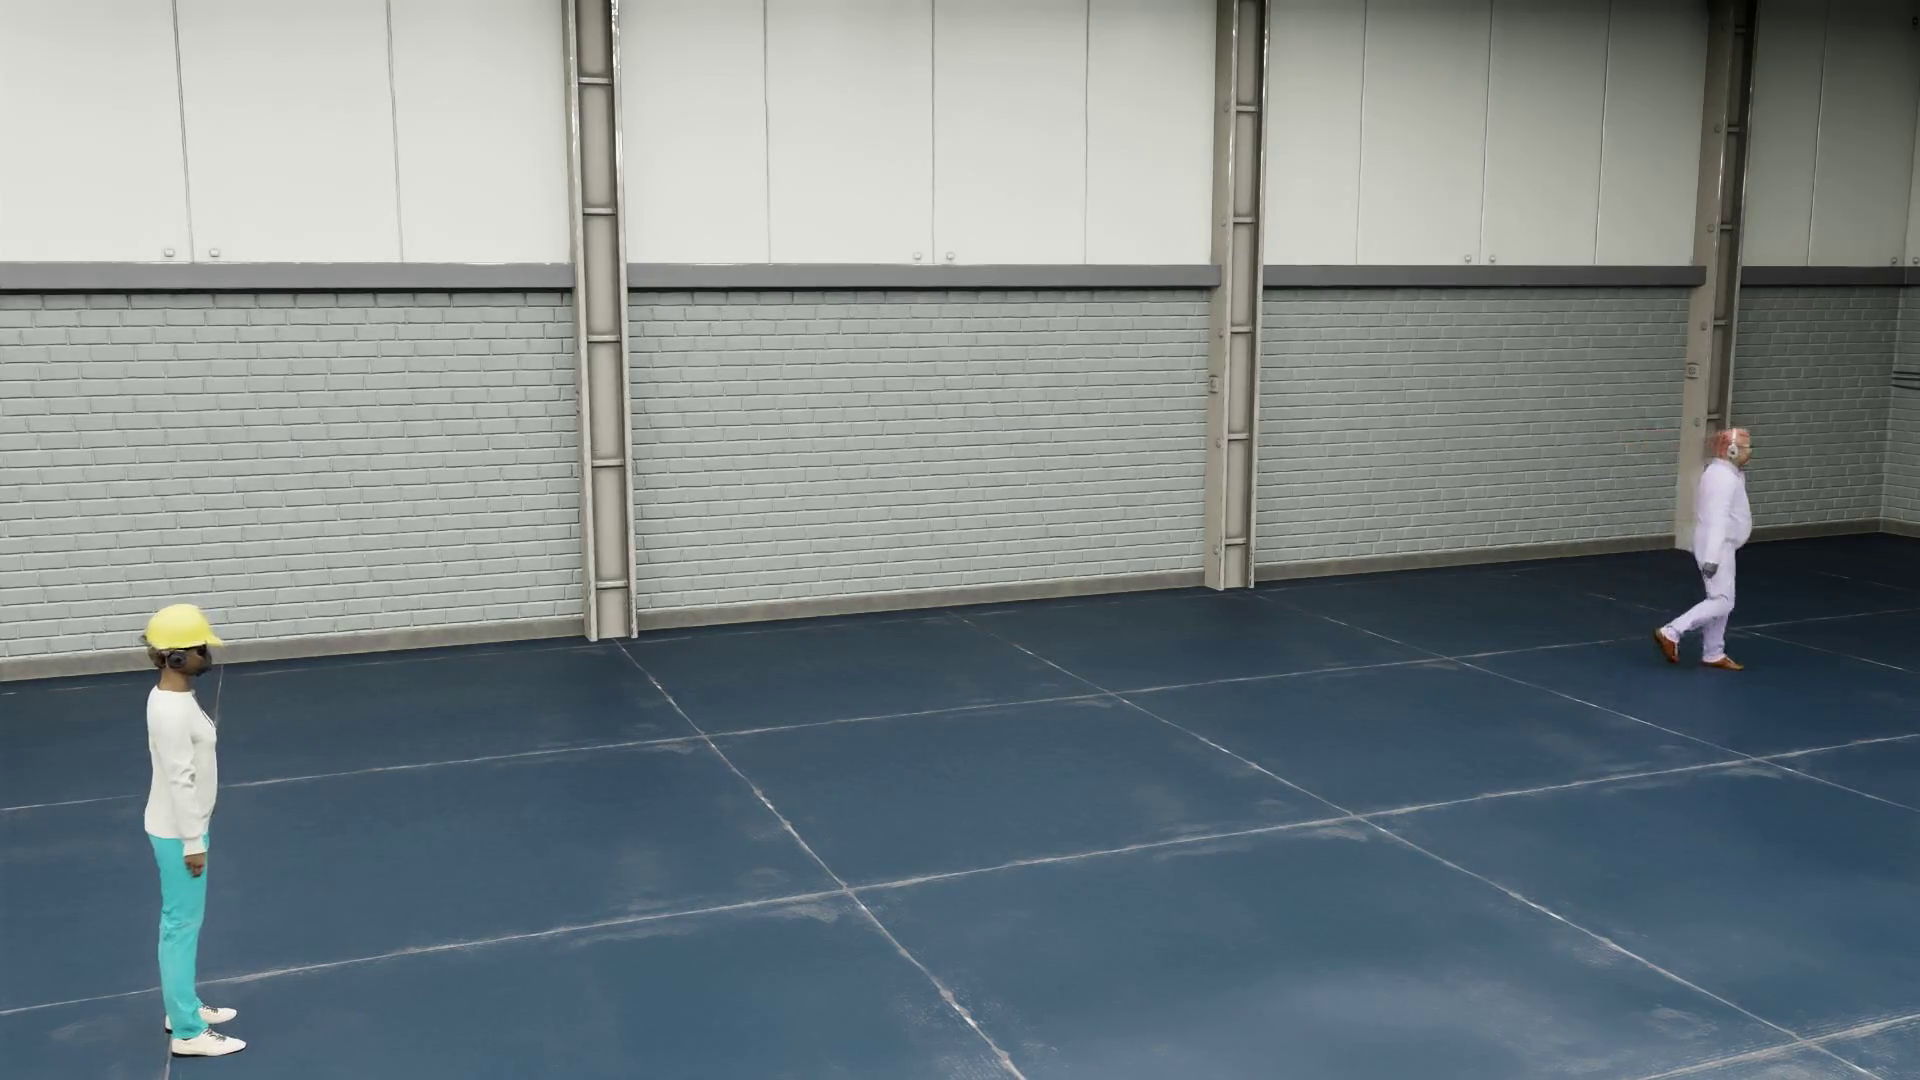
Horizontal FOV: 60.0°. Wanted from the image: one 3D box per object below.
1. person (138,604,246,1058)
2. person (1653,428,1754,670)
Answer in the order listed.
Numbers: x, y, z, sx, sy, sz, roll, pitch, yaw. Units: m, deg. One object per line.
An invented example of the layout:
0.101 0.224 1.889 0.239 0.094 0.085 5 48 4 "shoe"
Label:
-3.026 1.134 6.509 0.353 1.778 0.529 -5 10 -26 "person"
5.723 0.077 12.705 0.578 1.891 0.651 3 10 19 "person"
